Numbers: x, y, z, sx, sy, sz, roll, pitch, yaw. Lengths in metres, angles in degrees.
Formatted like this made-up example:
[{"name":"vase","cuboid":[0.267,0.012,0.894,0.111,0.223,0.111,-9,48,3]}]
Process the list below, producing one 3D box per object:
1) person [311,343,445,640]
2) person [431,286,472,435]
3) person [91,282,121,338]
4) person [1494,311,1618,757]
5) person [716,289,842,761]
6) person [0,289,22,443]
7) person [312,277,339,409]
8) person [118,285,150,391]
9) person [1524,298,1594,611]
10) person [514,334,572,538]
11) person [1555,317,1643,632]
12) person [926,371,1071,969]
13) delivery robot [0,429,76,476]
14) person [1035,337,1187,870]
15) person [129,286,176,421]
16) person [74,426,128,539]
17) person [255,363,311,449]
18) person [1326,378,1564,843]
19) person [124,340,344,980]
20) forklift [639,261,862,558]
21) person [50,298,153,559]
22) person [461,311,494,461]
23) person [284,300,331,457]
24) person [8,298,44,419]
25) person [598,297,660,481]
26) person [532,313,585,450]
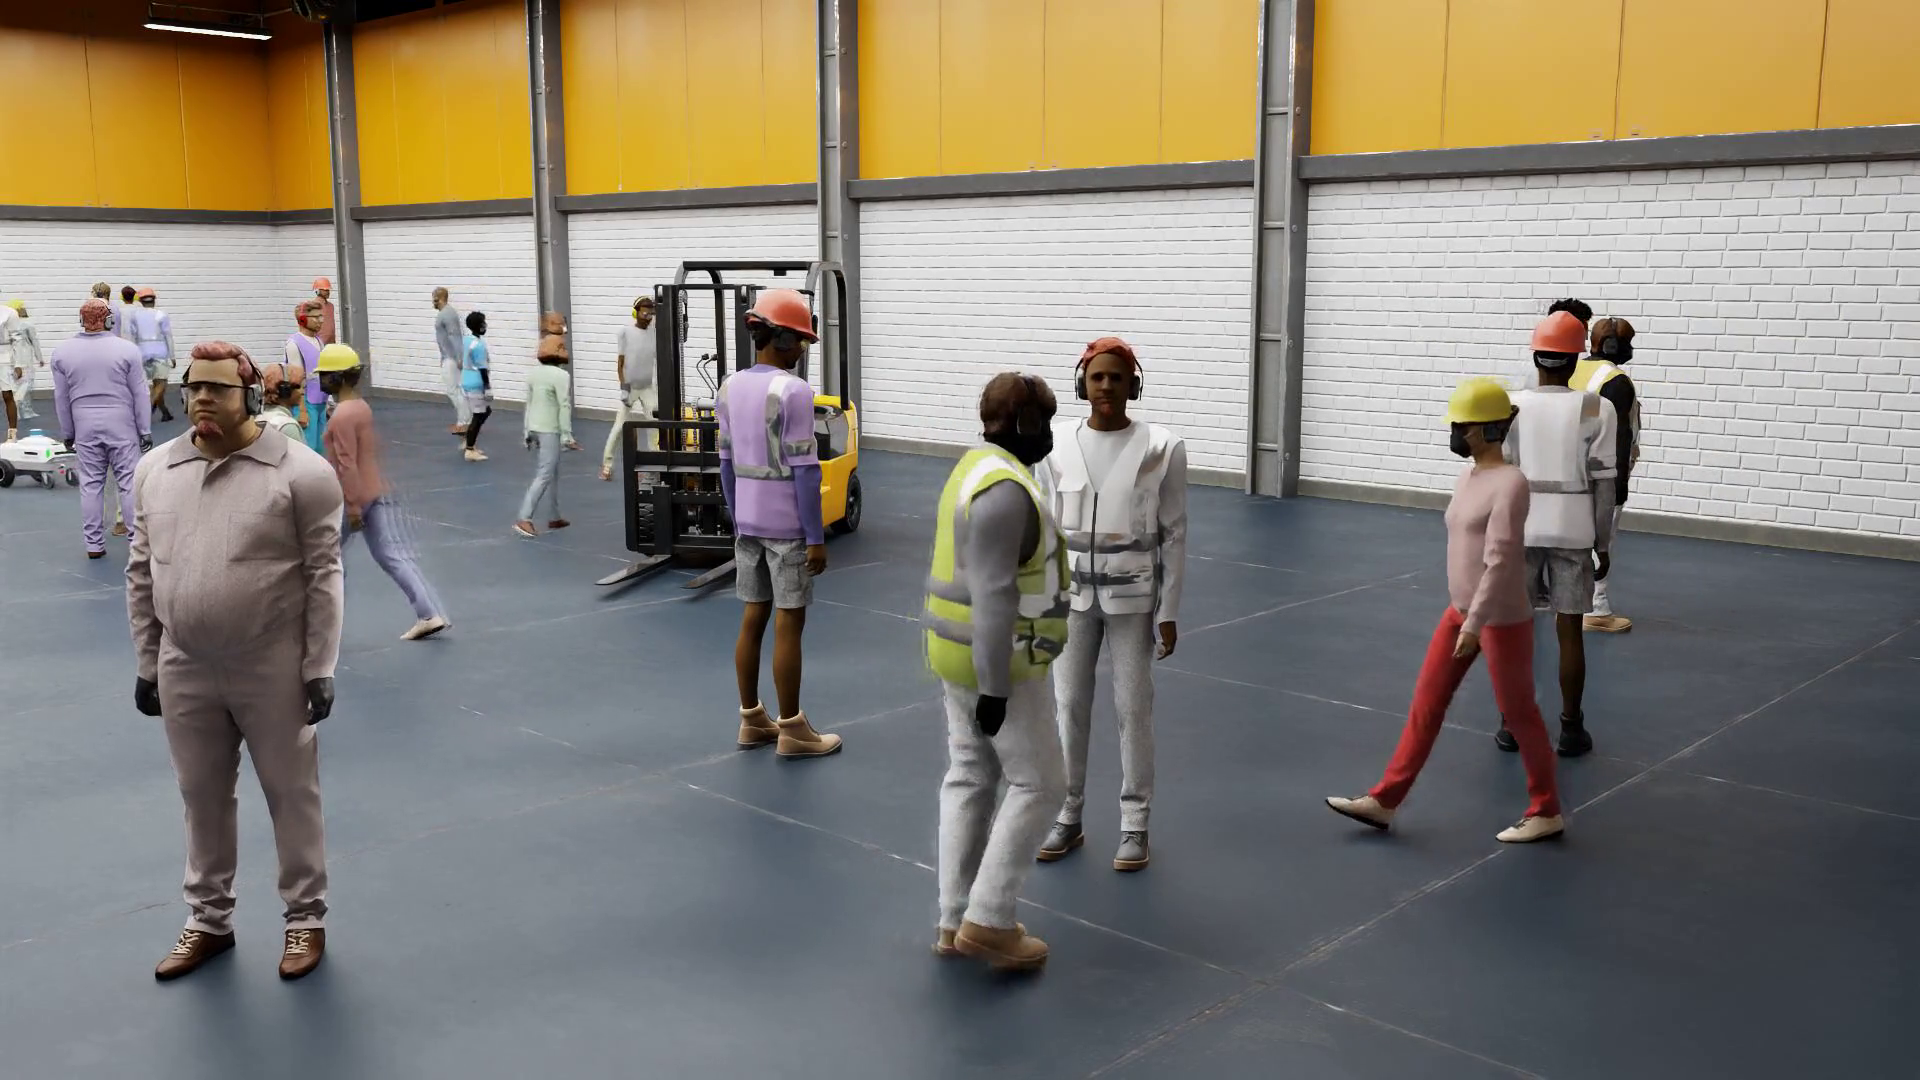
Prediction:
[{"name":"person","cuboid":[-3.407,-0.248,9.346,0.941,1.715,0.531,0,9,-1]},{"name":"person","cuboid":[-6.526,-2.297,21.340,0.474,1.895,0.659,-3,10,-19]},{"name":"person","cuboid":[-11.635,-2.539,22.692,0.372,1.940,0.632,-1,9,-8]},{"name":"person","cuboid":[2.565,-0.022,7.260,0.542,1.939,0.366,4,10,25]},{"name":"person","cuboid":[-0.783,-0.064,7.230,0.391,2.034,0.605,-9,13,-44]},{"name":"person","cuboid":[-11.476,-2.113,19.756,0.606,2.045,0.389,-1,9,-7]},{"name":"person","cuboid":[-9.625,-2.975,25.191,0.397,1.992,0.622,2,10,13]},{"name":"person","cuboid":[-12.615,-2.933,25.342,0.532,1.864,0.313,-6,11,-31]},{"name":"person","cuboid":[3.660,-0.522,10.299,0.420,1.944,0.649,6,11,33]},{"name":"person","cuboid":[-3.374,-0.844,13.346,0.642,1.600,0.550,-9,13,-44]},{"name":"person","cuboid":[3.779,-0.390,9.822,0.429,1.840,0.632,-1,9,-6]},{"name":"person","cuboid":[0.114,0.394,5.131,0.443,1.809,0.651,-2,10,-13]},{"name":"delivery robot","cuboid":[-8.989,-0.837,16.203,0.707,0.478,0.477,4,10,22]},{"name":"person","cuboid":[0.509,0.226,5.909,0.576,1.884,0.352,4,10,21]},{"name":"person","cuboid":[-11.130,-2.542,22.902,0.582,1.888,0.788,0,9,-3]},{"name":"person","cuboid":[-6.734,-0.810,13.053,0.529,1.607,0.645,-1,9,-6]},{"name":"person","cuboid":[-3.587,-0.116,8.801,0.322,1.630,0.515,-6,11,-34]},{"name":"person","cuboid":[1.847,0.279,6.087,0.870,1.723,0.535,-2,9,-10]},{"name":"person","cuboid":[-2.169,0.364,4.974,0.643,1.913,0.411,0,9,1]},{"name":"forklift","cuboid":[-1.552,-1.040,12.721,1.214,2.155,2.313,2,9,11]},{"name":"person","cuboid":[-6.249,-0.811,12.191,0.639,1.911,0.406,-1,9,-9]},{"name":"person","cuboid":[-5.321,-1.685,18.329,0.352,1.662,0.609,-4,10,-25]},{"name":"person","cuboid":[-5.652,-1.151,14.460,0.389,1.848,0.567,0,9,-1]},{"name":"person","cuboid":[-13.239,-2.541,23.367,0.479,1.717,0.741,1,9,5]},{"name":"person","cuboid":[-3.270,-1.501,16.626,0.765,1.846,0.538,-7,11,-35]},{"name":"person","cuboid":[-4.771,-1.858,19.524,0.673,1.614,0.503,1,9,7]}]
